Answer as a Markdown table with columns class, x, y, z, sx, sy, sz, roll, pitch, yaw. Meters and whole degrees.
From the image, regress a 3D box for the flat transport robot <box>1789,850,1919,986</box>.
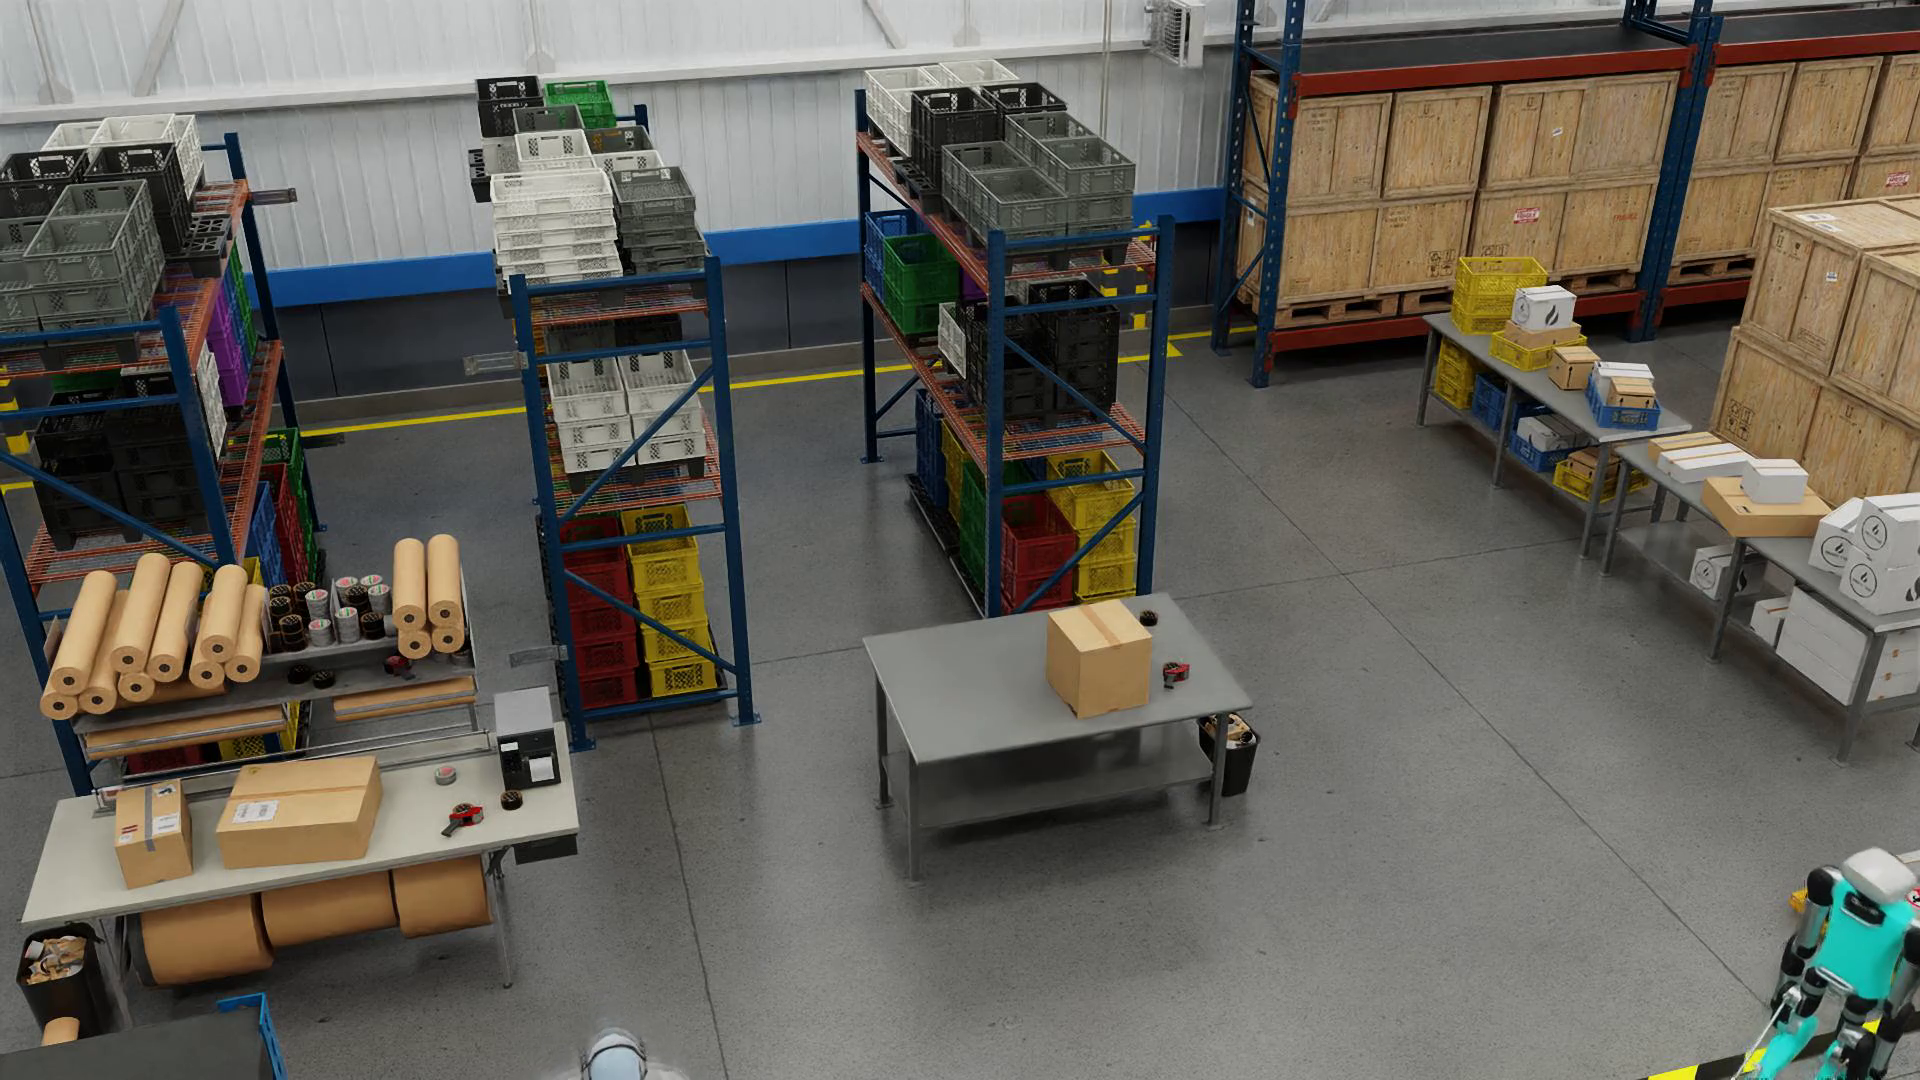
| class | x | y | z | sx | sy | sz | roll | pitch | yaw |
| --- | --- | --- | --- | --- | --- | --- | --- | --- | --- |
| flat transport robot | 5.163 | 1.916 | 8.676 | 1.431 | 0.231 | 0.659 | -8 | 30 | -14 |

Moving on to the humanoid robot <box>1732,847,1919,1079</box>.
| class | x | y | z | sx | sy | sz | roll | pitch | yaw |
| --- | --- | --- | --- | --- | --- | --- | --- | --- | --- |
| humanoid robot | 3.362 | 2.122 | 6.799 | 0.954 | 1.763 | 0.544 | -16 | 33 | -27 |

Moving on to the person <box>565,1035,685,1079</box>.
| class | x | y | z | sx | sy | sz | roll | pitch | yaw |
| --- | --- | --- | --- | --- | --- | --- | --- | --- | --- |
| person | -1.239 | 2.433 | 6.120 | 0.600 | 1.821 | 0.612 | -6 | 29 | -11 |
